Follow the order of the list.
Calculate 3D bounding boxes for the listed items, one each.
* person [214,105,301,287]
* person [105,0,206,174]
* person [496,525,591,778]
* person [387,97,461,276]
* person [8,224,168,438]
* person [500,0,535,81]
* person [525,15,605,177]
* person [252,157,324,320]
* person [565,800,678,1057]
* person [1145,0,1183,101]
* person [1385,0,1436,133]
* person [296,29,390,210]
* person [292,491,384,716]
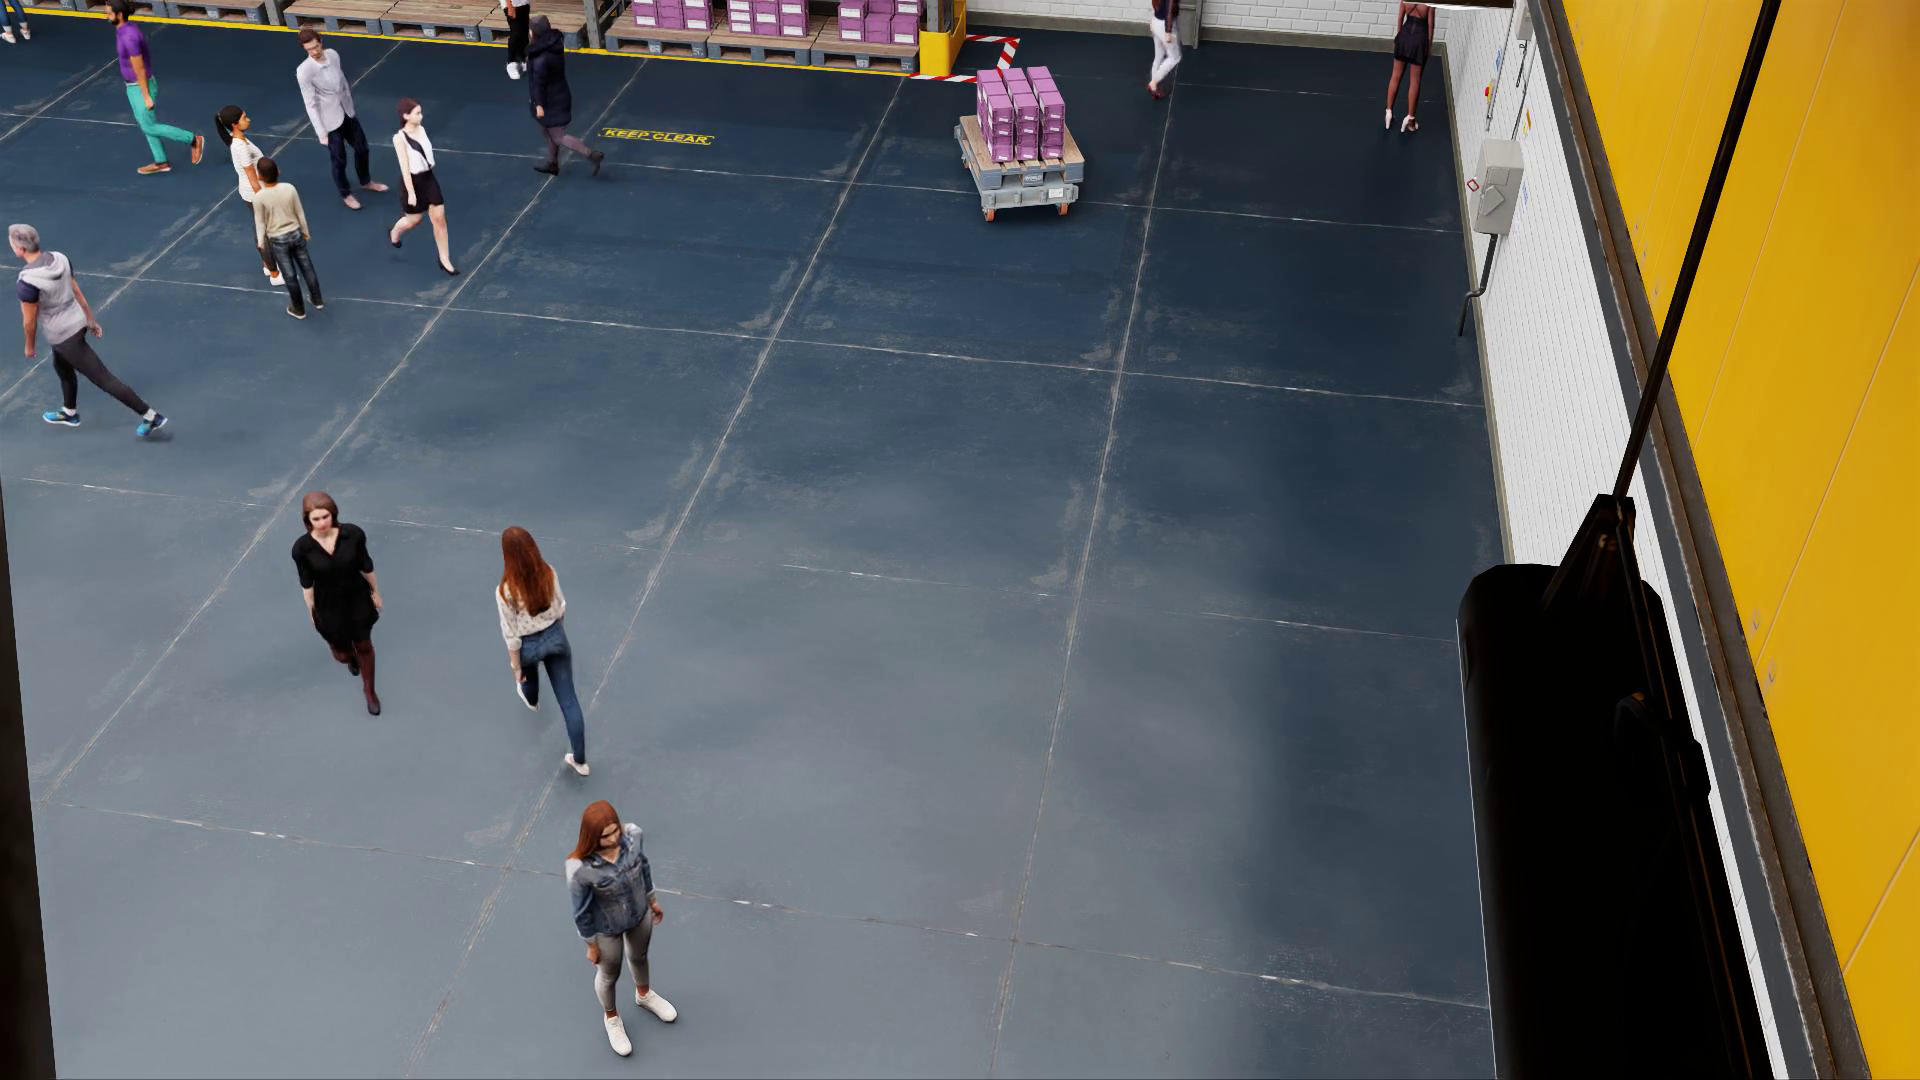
[{"bbox_3d":[-6.209,-3.045,14.654,0.700,1.646,0.657,-19,42,-22],"label":"person"},{"bbox_3d":[-7.929,-4.444,16.318,1.035,1.757,0.955,-20,43,-23],"label":"person"},{"bbox_3d":[-2.465,0.699,9.943,1.141,1.676,1.159,-21,43,-24],"label":"person"},{"bbox_3d":[-4.875,-3.125,14.777,1.056,1.619,0.727,16,41,19],"label":"person"},{"bbox_3d":[-6.683,-1.537,12.665,1.328,1.773,0.841,0,39,0],"label":"person"},{"bbox_3d":[-4.882,-5.966,18.186,0.623,1.803,0.703,5,39,6],"label":"person"},{"bbox_3d":[-3.903,-4.277,16.190,1.023,1.656,0.742,2,39,2],"label":"person"},{"bbox_3d":[-5.744,-2.558,14.193,0.670,1.461,0.712,-31,48,-33],"label":"person"},{"bbox_3d":[-1.733,1.909,8.407,0.707,1.701,0.693,32,48,33],"label":"person"},{"bbox_3d":[2.122,-5.417,17.664,0.745,1.596,0.718,-12,40,-15],"label":"person"},{"bbox_3d":[4.644,-5.073,17.081,0.623,1.787,0.716,26,45,29],"label":"person"},{"bbox_3d":[-5.909,-3.987,15.705,0.732,1.808,0.885,9,40,12],"label":"person"},{"bbox_3d":[-3.856,0.356,10.357,0.793,1.694,0.848,-19,43,-23],"label":"person"}]
